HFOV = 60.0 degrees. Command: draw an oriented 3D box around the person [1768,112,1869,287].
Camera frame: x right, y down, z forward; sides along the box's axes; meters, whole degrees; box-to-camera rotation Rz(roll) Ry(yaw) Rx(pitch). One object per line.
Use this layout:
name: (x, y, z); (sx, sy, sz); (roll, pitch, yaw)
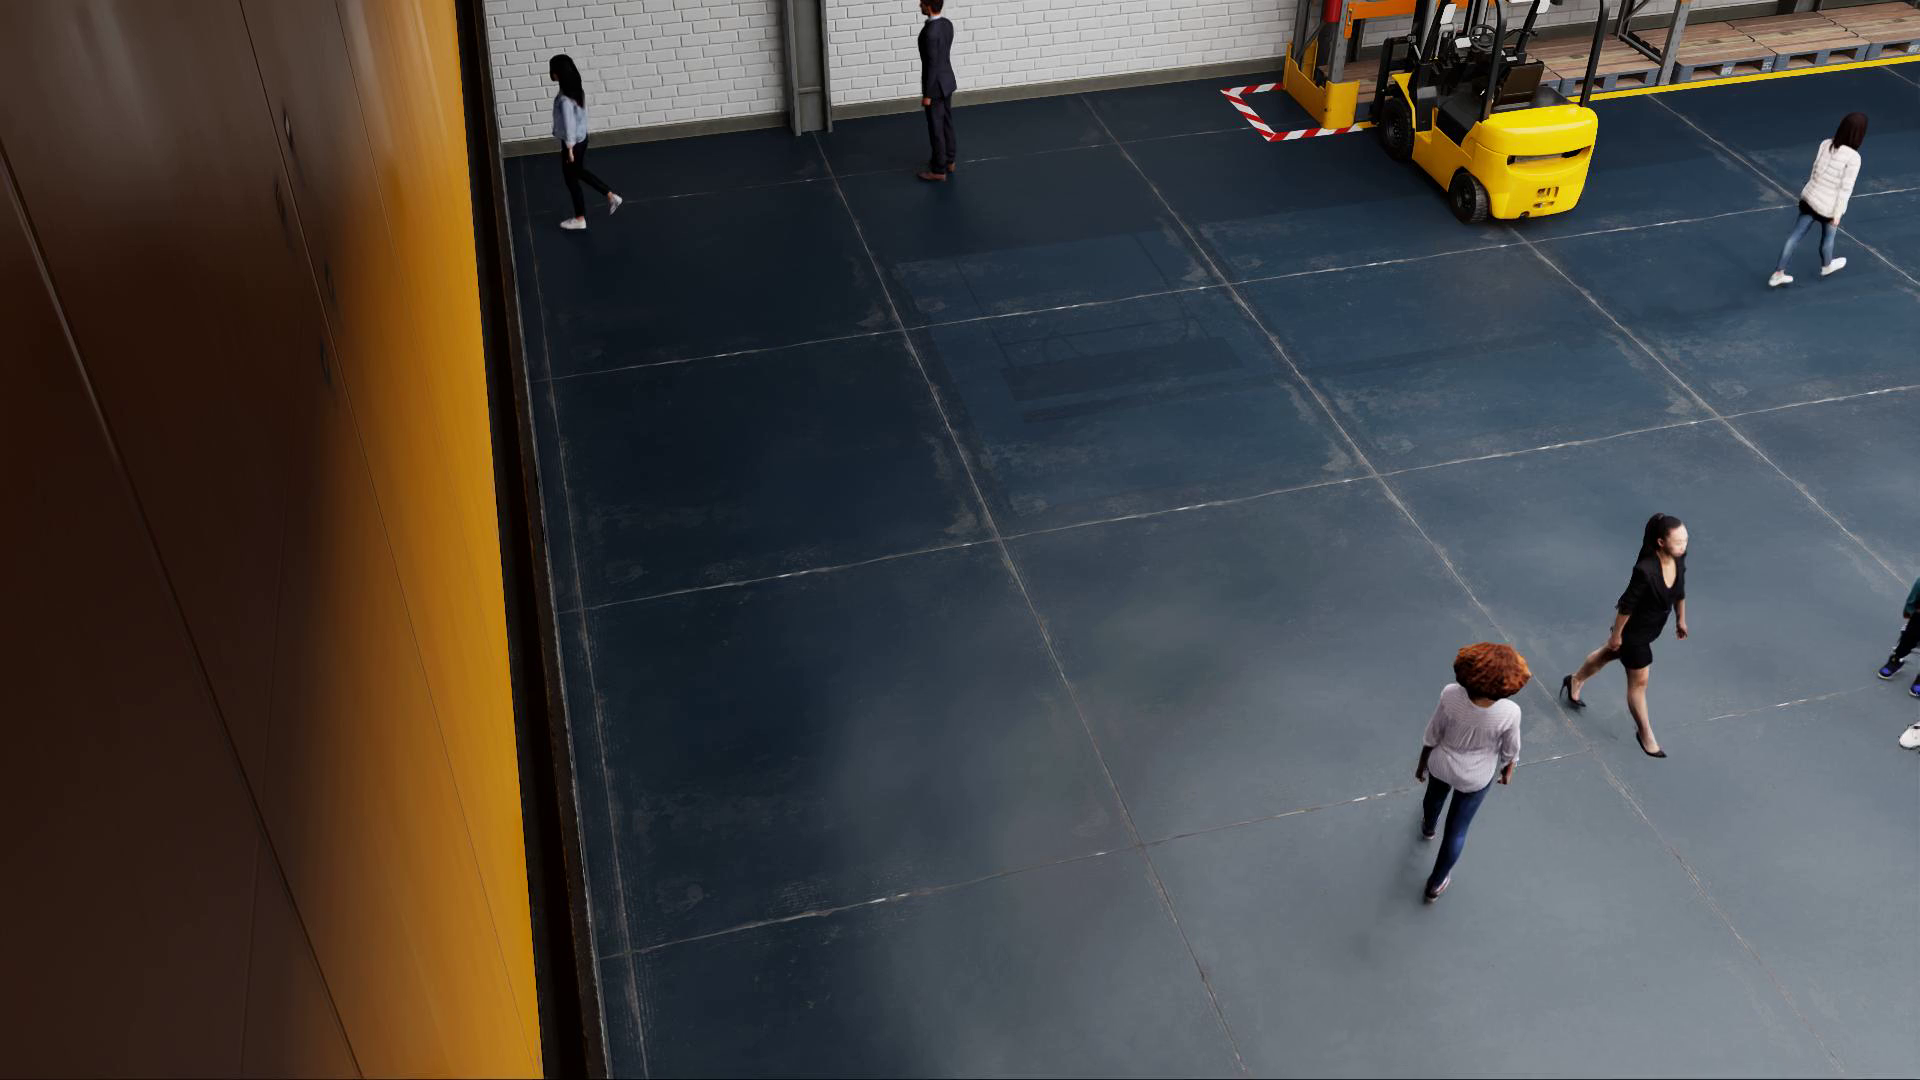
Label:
person: (7.433, -2.913, 14.438); (1.068, 1.596, 0.748); (-16, 41, -19)

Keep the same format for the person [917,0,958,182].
person: (-0.230, -4.394, 16.077); (0.774, 1.865, 0.740); (14, 41, 17)

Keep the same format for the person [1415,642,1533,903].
person: (2.714, 1.301, 9.093); (1.007, 1.681, 1.067); (20, 43, 23)

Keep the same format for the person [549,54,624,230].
person: (-3.471, -3.638, 15.261); (0.905, 1.702, 0.720); (-1, 39, -1)

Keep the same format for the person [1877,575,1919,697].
person: (6.198, 0.429, 10.528); (0.568, 1.253, 0.557); (-25, 45, -28)

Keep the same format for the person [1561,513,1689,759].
person: (4.048, 0.502, 10.121); (1.055, 1.647, 0.927); (-26, 45, -29)
